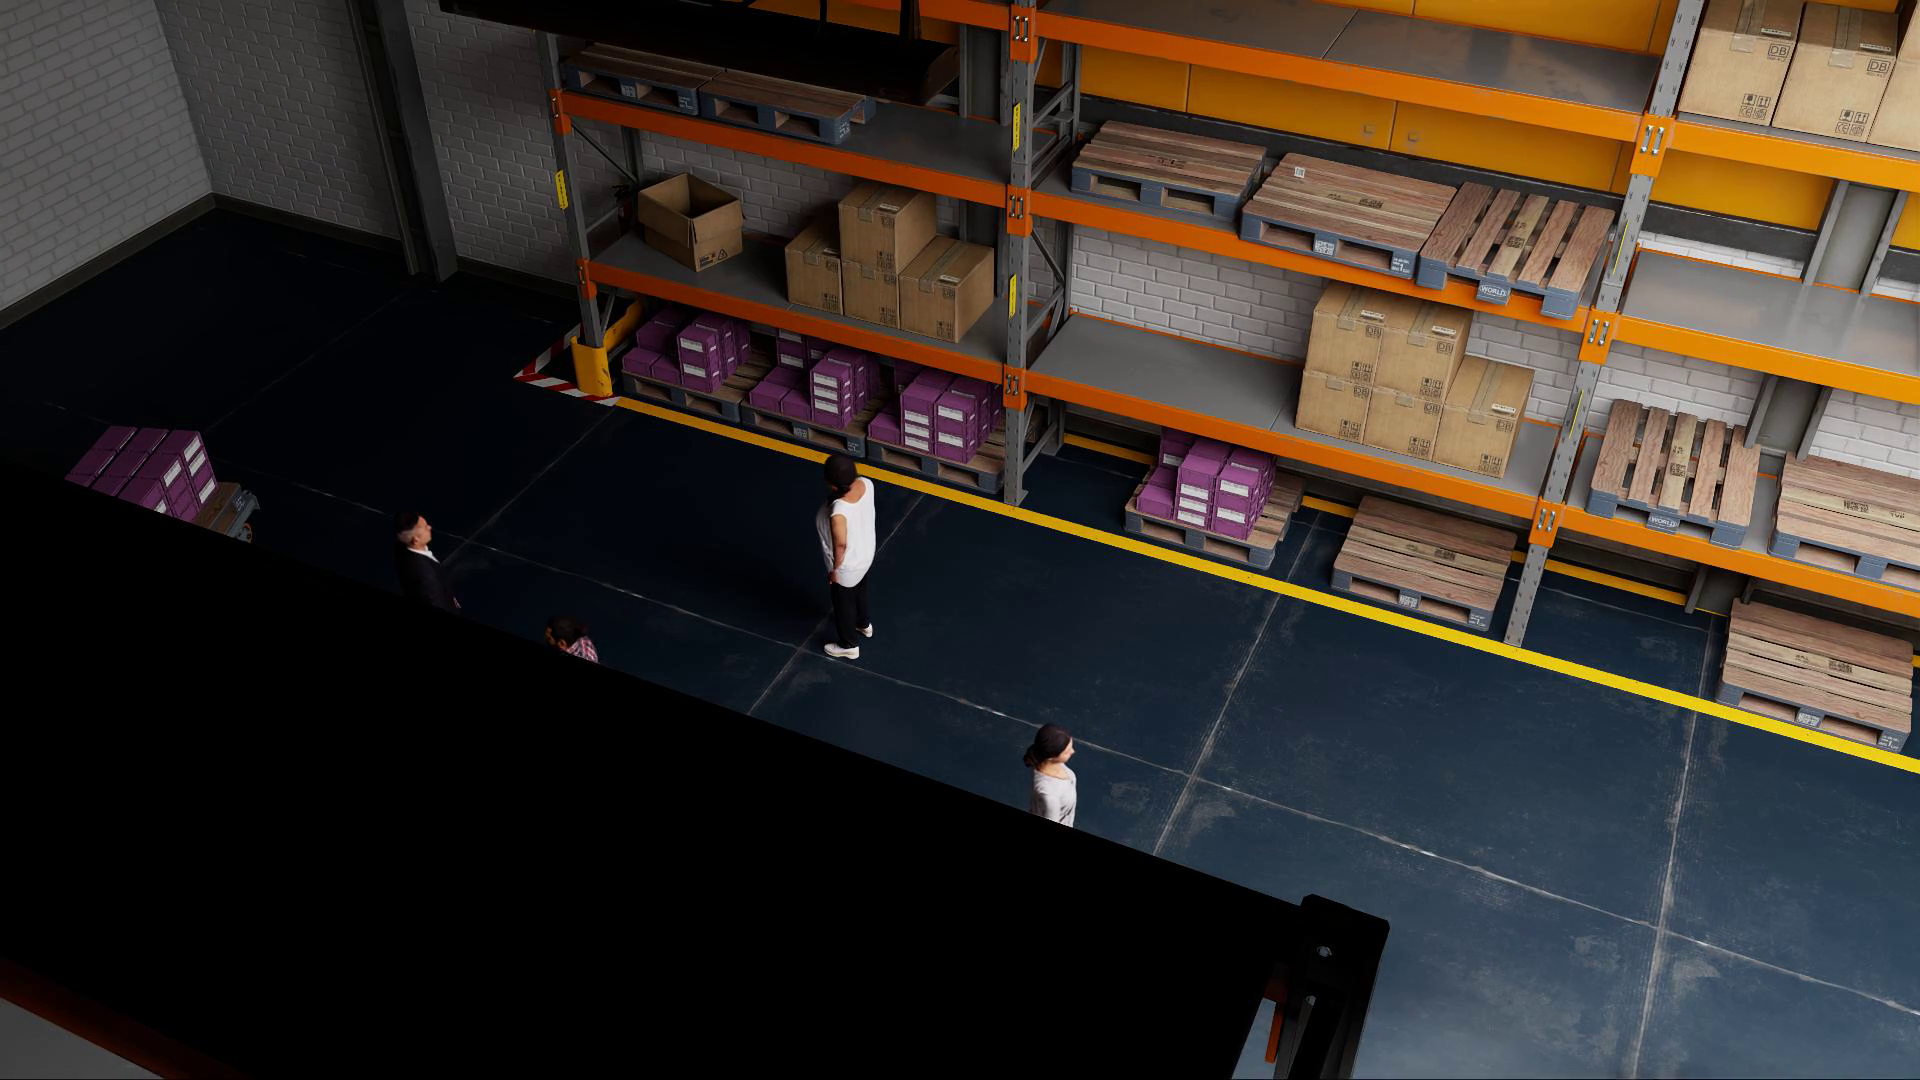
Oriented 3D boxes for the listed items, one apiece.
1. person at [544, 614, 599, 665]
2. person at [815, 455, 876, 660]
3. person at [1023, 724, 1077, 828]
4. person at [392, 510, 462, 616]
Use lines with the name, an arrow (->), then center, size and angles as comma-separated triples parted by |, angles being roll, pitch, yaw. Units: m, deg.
person -> -2.262, 1.149, 10.283 | 0.838, 1.750, 0.834 | -1, 39, -2
person -> -0.806, 0.092, 11.656 | 0.582, 1.688, 0.646 | 16, 41, 19
person -> 0.490, 1.712, 9.560 | 0.665, 1.773, 0.664 | 0, 39, 0
person -> -3.475, 0.556, 10.869 | 0.901, 1.947, 0.774 | -25, 45, -28
